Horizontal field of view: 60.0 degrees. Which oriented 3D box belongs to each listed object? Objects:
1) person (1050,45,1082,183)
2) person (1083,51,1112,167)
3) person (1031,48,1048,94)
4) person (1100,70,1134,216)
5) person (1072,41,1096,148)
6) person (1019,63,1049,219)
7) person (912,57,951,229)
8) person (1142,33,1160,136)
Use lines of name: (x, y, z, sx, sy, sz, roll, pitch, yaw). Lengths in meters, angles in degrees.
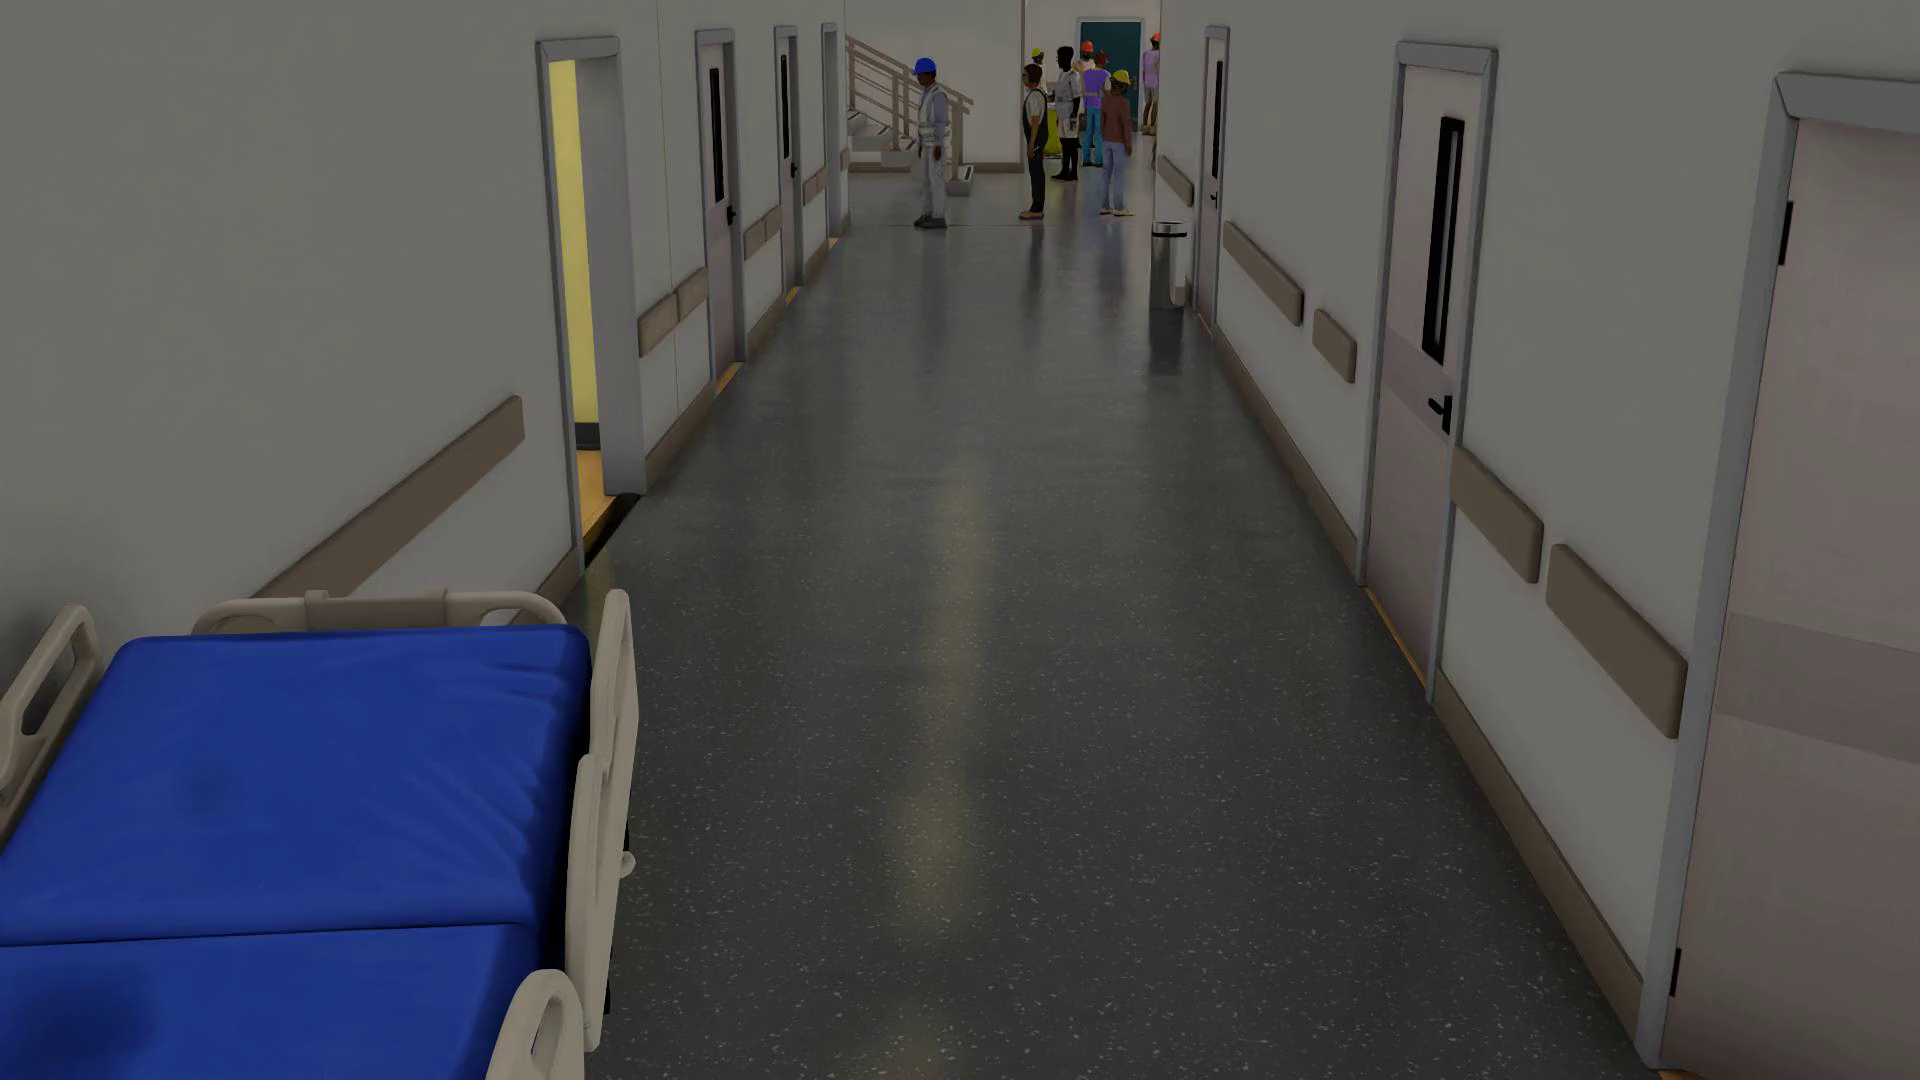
person: (1.574, -6.274, 24.530, 0.362, 1.963, 0.614, -6, 19, -18)
person: (2.209, -6.965, 26.924, 0.387, 1.839, 0.568, -17, 24, -42)
person: (1.528, -8.664, 32.385, 0.334, 1.759, 0.523, 8, 19, 23)
person: (1.942, -4.890, 20.524, 0.327, 1.760, 0.523, -12, 21, -33)
person: (2.322, -8.212, 30.696, 0.539, 1.929, 0.385, -5, 18, -15)
person: (0.893, -4.822, 20.163, 0.350, 1.847, 0.506, 4, 18, 11)
person: (-0.330, -4.618, 19.380, 0.445, 1.933, 0.632, -6, 19, -18)
person: (3.952, -9.235, 33.748, 0.407, 2.029, 0.613, -12, 21, -32)
